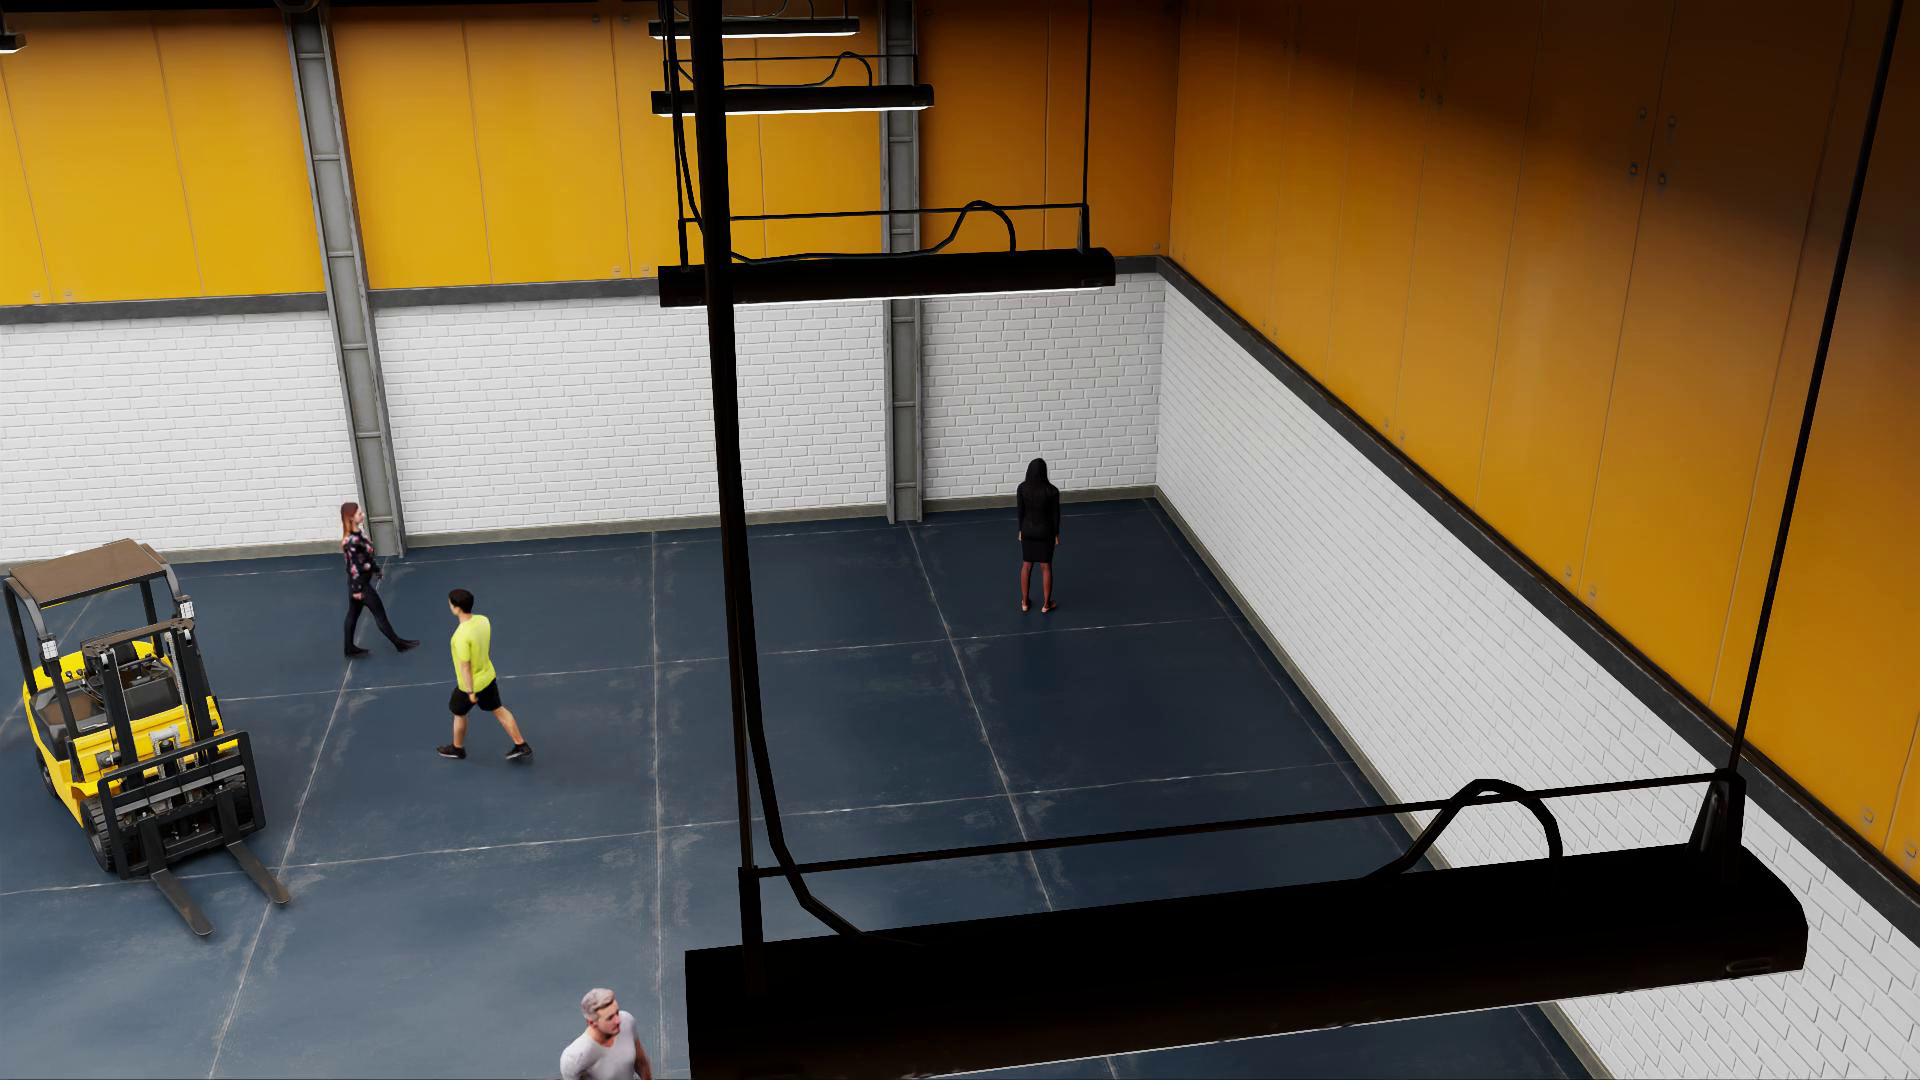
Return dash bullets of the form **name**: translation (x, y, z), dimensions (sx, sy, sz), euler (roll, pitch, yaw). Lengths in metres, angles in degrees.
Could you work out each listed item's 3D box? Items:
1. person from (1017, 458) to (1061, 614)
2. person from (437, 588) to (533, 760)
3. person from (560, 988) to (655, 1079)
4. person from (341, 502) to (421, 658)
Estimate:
- **person**: translation (0.819, -0.063, 17.463), dimensions (0.603, 1.720, 0.743), euler (7, 24, 15)
- **person**: translation (-4.166, 1.215, 14.599), dimensions (1.194, 1.671, 0.989), euler (8, 25, 18)
- **person**: translation (-2.119, 3.309, 9.653), dimensions (1.143, 1.796, 1.047), euler (12, 26, 26)
- **person**: translation (-6.014, 0.425, 16.434), dimensions (0.992, 1.650, 0.663), euler (-7, 25, -16)
